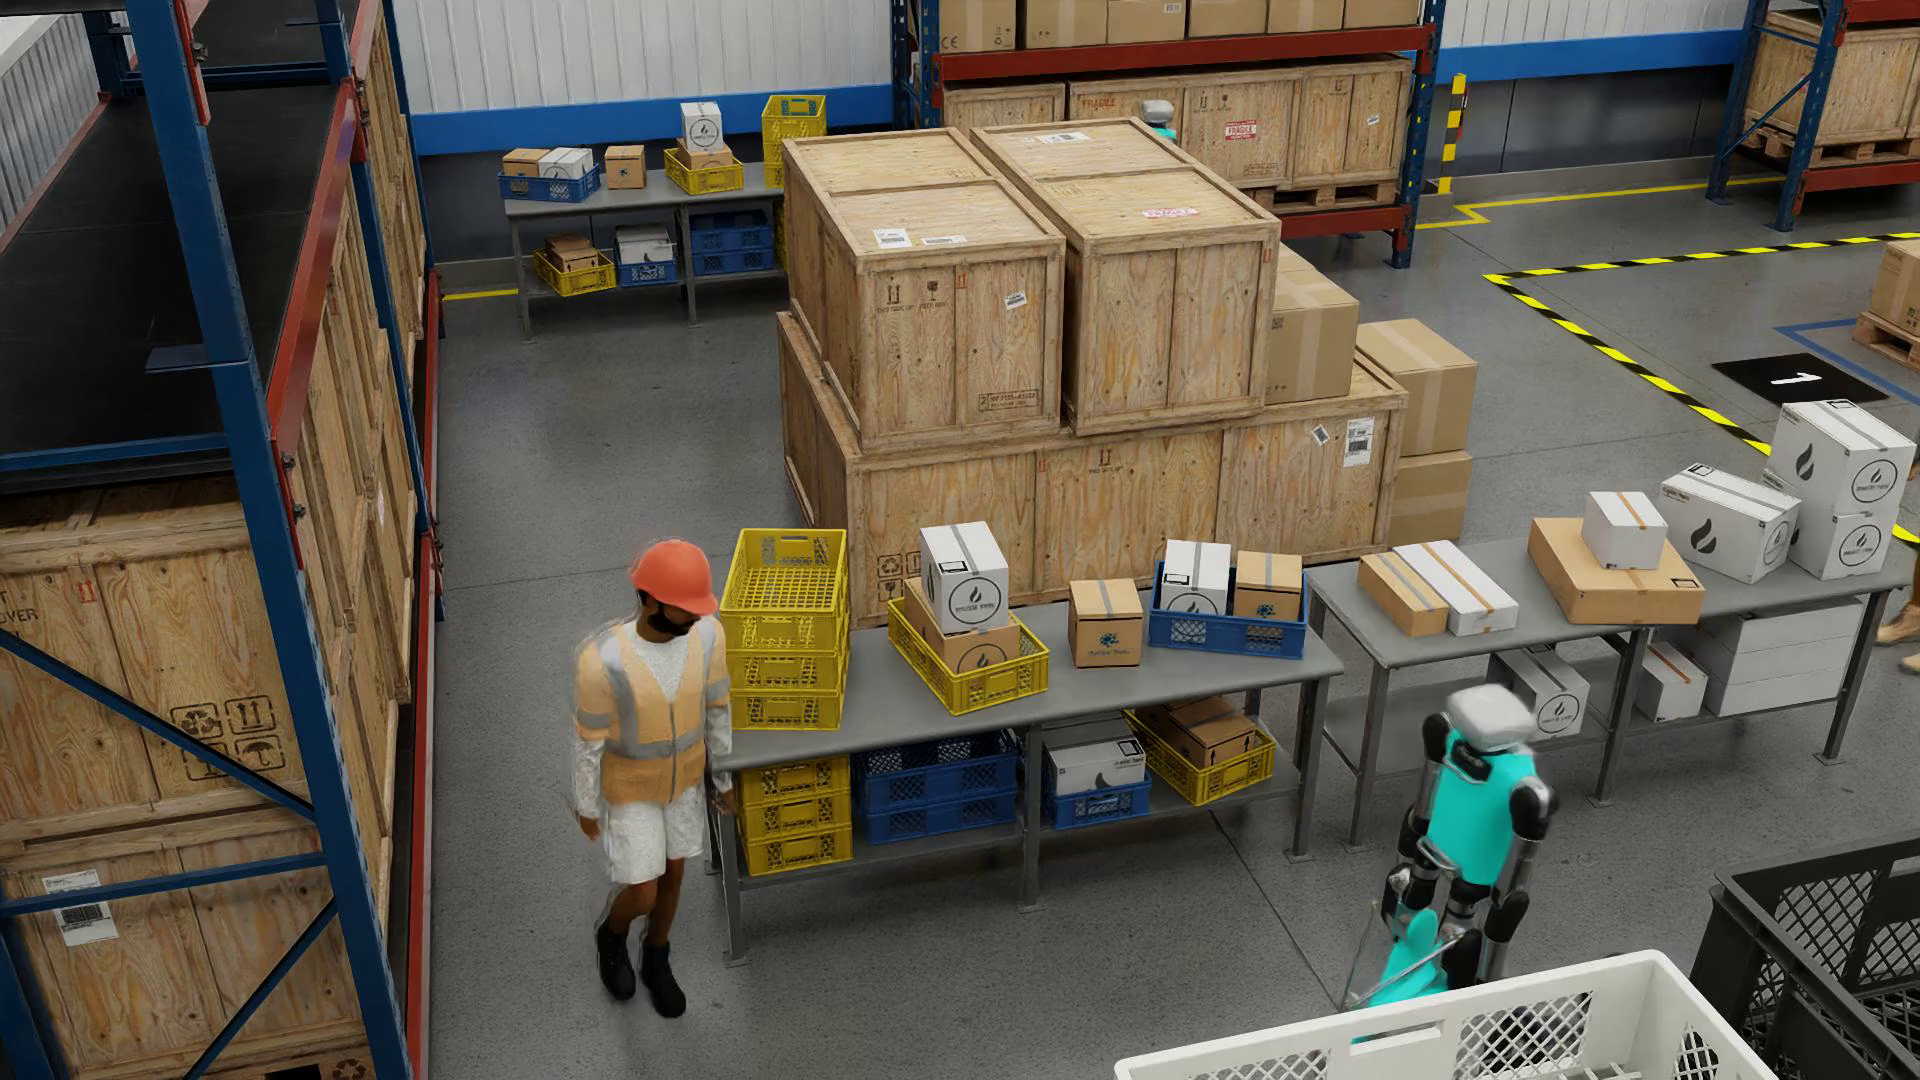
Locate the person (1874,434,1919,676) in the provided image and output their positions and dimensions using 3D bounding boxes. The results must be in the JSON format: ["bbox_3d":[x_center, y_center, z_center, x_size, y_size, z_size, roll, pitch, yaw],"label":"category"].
[{"bbox_3d":[4.794,-0.331,7.896,0.435,2.030,0.627,-6,29,-11],"label":"person"}]

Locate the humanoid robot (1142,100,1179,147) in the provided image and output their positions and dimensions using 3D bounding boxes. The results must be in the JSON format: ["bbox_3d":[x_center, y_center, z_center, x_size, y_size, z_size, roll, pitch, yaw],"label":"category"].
[{"bbox_3d":[1.078,-2.119,11.460,0.906,1.767,0.539,-7,30,-12],"label":"humanoid robot"}]

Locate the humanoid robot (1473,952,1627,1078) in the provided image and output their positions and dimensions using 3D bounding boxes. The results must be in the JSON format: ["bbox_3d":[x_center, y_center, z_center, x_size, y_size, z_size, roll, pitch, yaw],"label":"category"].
[{"bbox_3d":[1.592,1.759,4.506,0.600,1.625,0.785,20,35,32],"label":"humanoid robot"}]

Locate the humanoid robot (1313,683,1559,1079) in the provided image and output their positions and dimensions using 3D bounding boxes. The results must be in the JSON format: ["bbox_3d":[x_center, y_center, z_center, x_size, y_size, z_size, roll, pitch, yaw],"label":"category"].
[{"bbox_3d":[1.381,1.290,5.281,1.029,1.746,0.545,-12,31,-20],"label":"humanoid robot"}]

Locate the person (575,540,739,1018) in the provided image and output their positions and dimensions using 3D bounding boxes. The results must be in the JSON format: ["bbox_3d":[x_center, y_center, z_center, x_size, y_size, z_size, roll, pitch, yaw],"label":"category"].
[{"bbox_3d":[-1.045,0.858,5.865,0.582,1.905,0.409,-20,35,-32],"label":"person"}]
